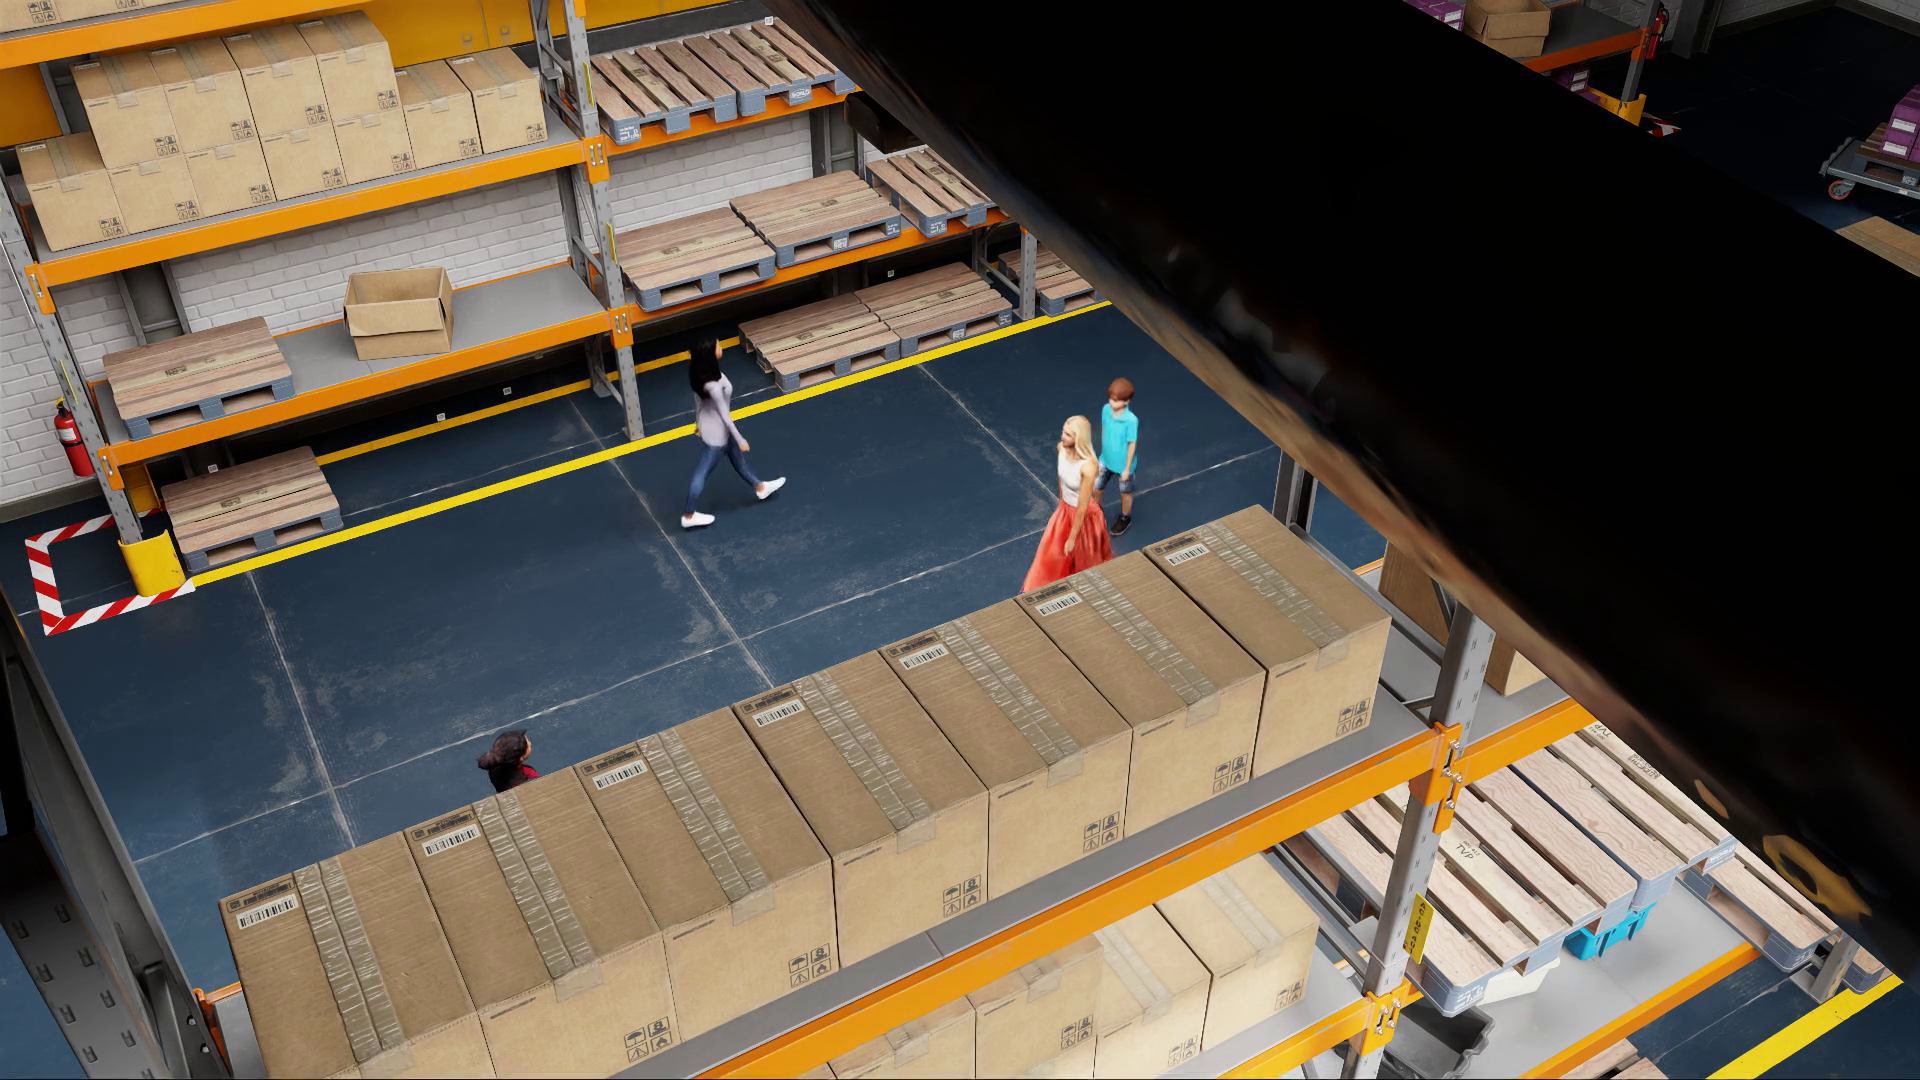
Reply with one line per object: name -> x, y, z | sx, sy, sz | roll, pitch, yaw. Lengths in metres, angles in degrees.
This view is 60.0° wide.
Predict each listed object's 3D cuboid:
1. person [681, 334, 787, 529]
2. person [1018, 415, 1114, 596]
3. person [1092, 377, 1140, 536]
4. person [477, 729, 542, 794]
person -> -2.010, -0.796, 12.987 | 1.183, 1.688, 0.751 | -13, 40, -16
person -> 0.944, -0.166, 12.139 | 1.173, 1.761, 0.667 | -19, 42, -22
person -> 1.286, -0.673, 13.035 | 0.634, 1.436, 0.725 | 27, 46, 30
person -> -2.623, 1.806, 9.804 | 0.762, 1.593, 1.104 | 31, 48, 33
